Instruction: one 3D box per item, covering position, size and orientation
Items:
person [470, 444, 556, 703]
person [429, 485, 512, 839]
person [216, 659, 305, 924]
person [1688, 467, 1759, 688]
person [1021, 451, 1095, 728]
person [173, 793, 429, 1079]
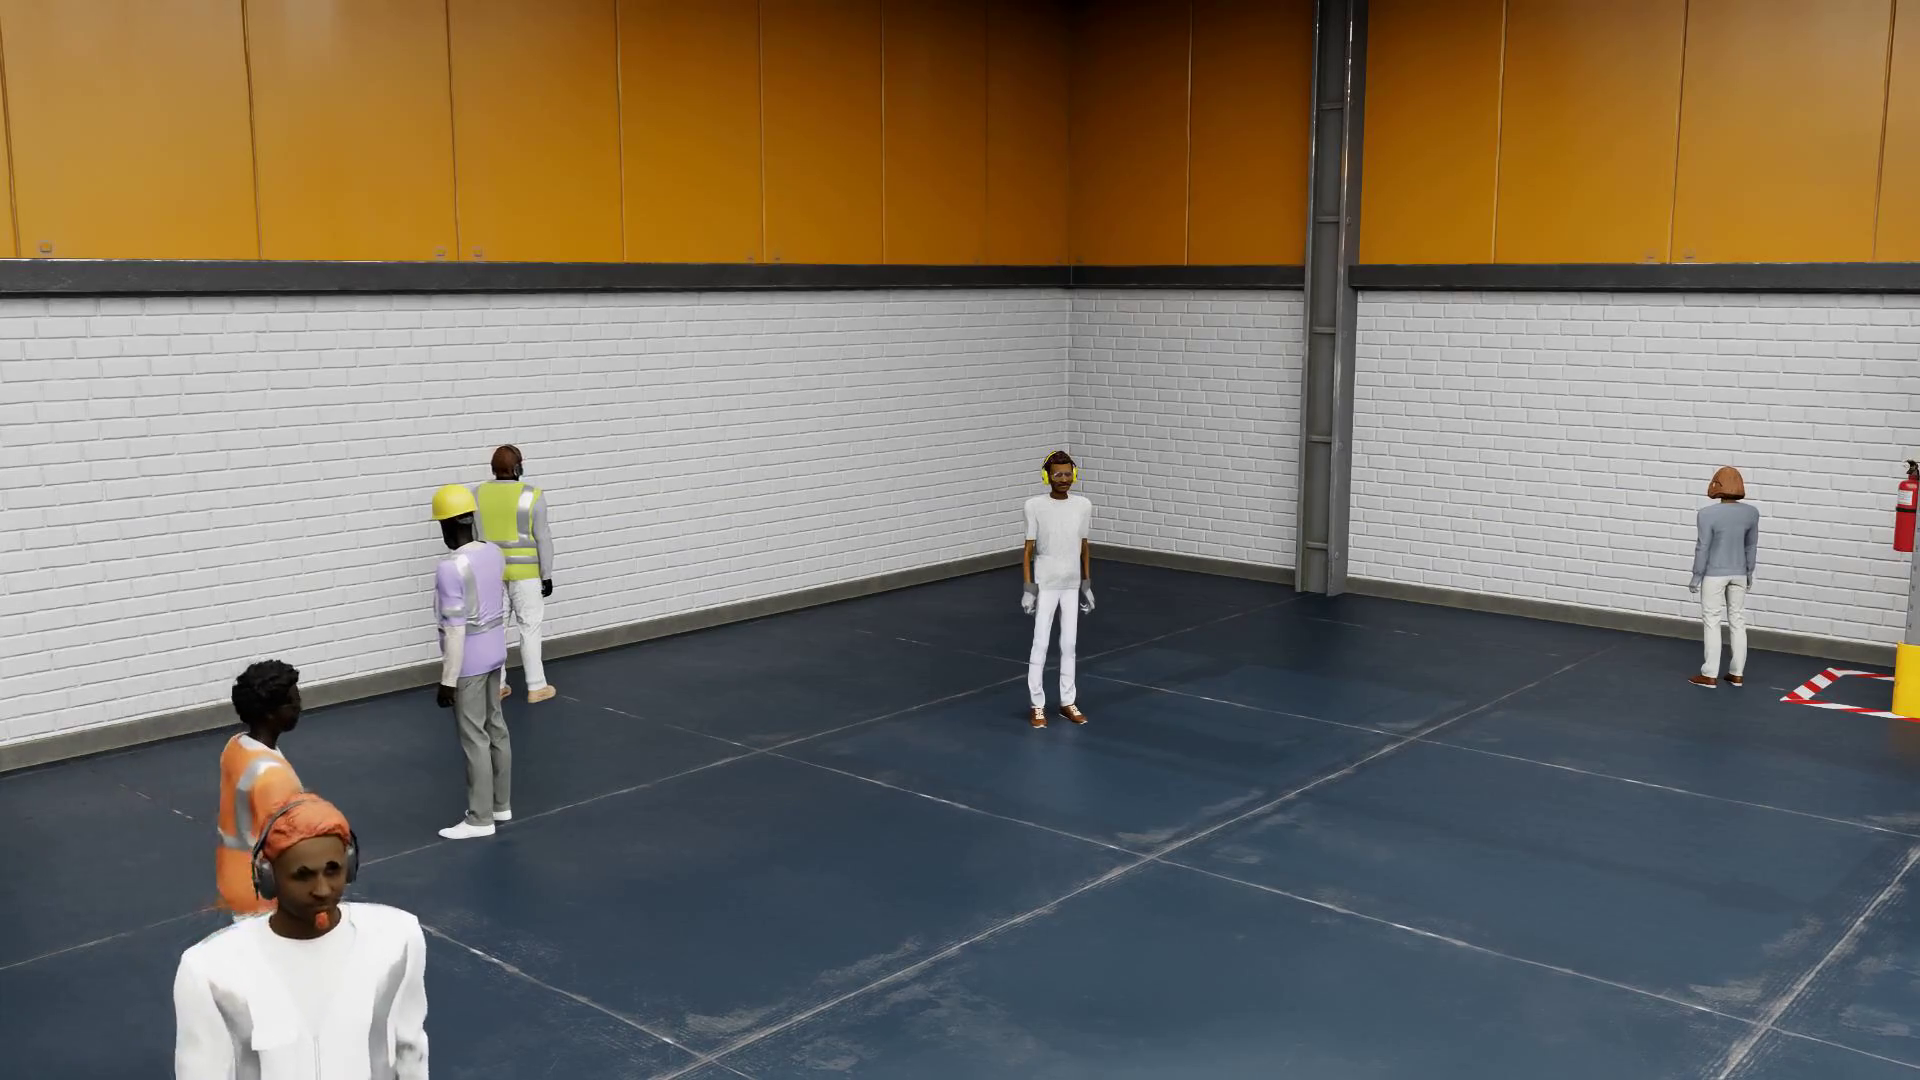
[{"bbox_3d":[-3.175,0.243,11.817,0.634,1.843,0.429,1,9,8],"label":"person"},{"bbox_3d":[-2.653,0.656,8.973,0.383,1.921,0.585,2,9,11],"label":"person"},{"bbox_3d":[-2.414,1.248,5.994,0.599,1.672,0.562,-6,11,-33],"label":"person"},{"bbox_3d":[5.623,0.275,12.264,0.507,1.632,0.268,-2,9,-11],"label":"person"},{"bbox_3d":[0.665,0.327,11.201,0.526,1.871,0.324,-3,10,-20],"label":"person"},{"bbox_3d":[-1.568,1.489,4.004,0.585,1.846,0.967,-5,10,-29],"label":"person"}]
